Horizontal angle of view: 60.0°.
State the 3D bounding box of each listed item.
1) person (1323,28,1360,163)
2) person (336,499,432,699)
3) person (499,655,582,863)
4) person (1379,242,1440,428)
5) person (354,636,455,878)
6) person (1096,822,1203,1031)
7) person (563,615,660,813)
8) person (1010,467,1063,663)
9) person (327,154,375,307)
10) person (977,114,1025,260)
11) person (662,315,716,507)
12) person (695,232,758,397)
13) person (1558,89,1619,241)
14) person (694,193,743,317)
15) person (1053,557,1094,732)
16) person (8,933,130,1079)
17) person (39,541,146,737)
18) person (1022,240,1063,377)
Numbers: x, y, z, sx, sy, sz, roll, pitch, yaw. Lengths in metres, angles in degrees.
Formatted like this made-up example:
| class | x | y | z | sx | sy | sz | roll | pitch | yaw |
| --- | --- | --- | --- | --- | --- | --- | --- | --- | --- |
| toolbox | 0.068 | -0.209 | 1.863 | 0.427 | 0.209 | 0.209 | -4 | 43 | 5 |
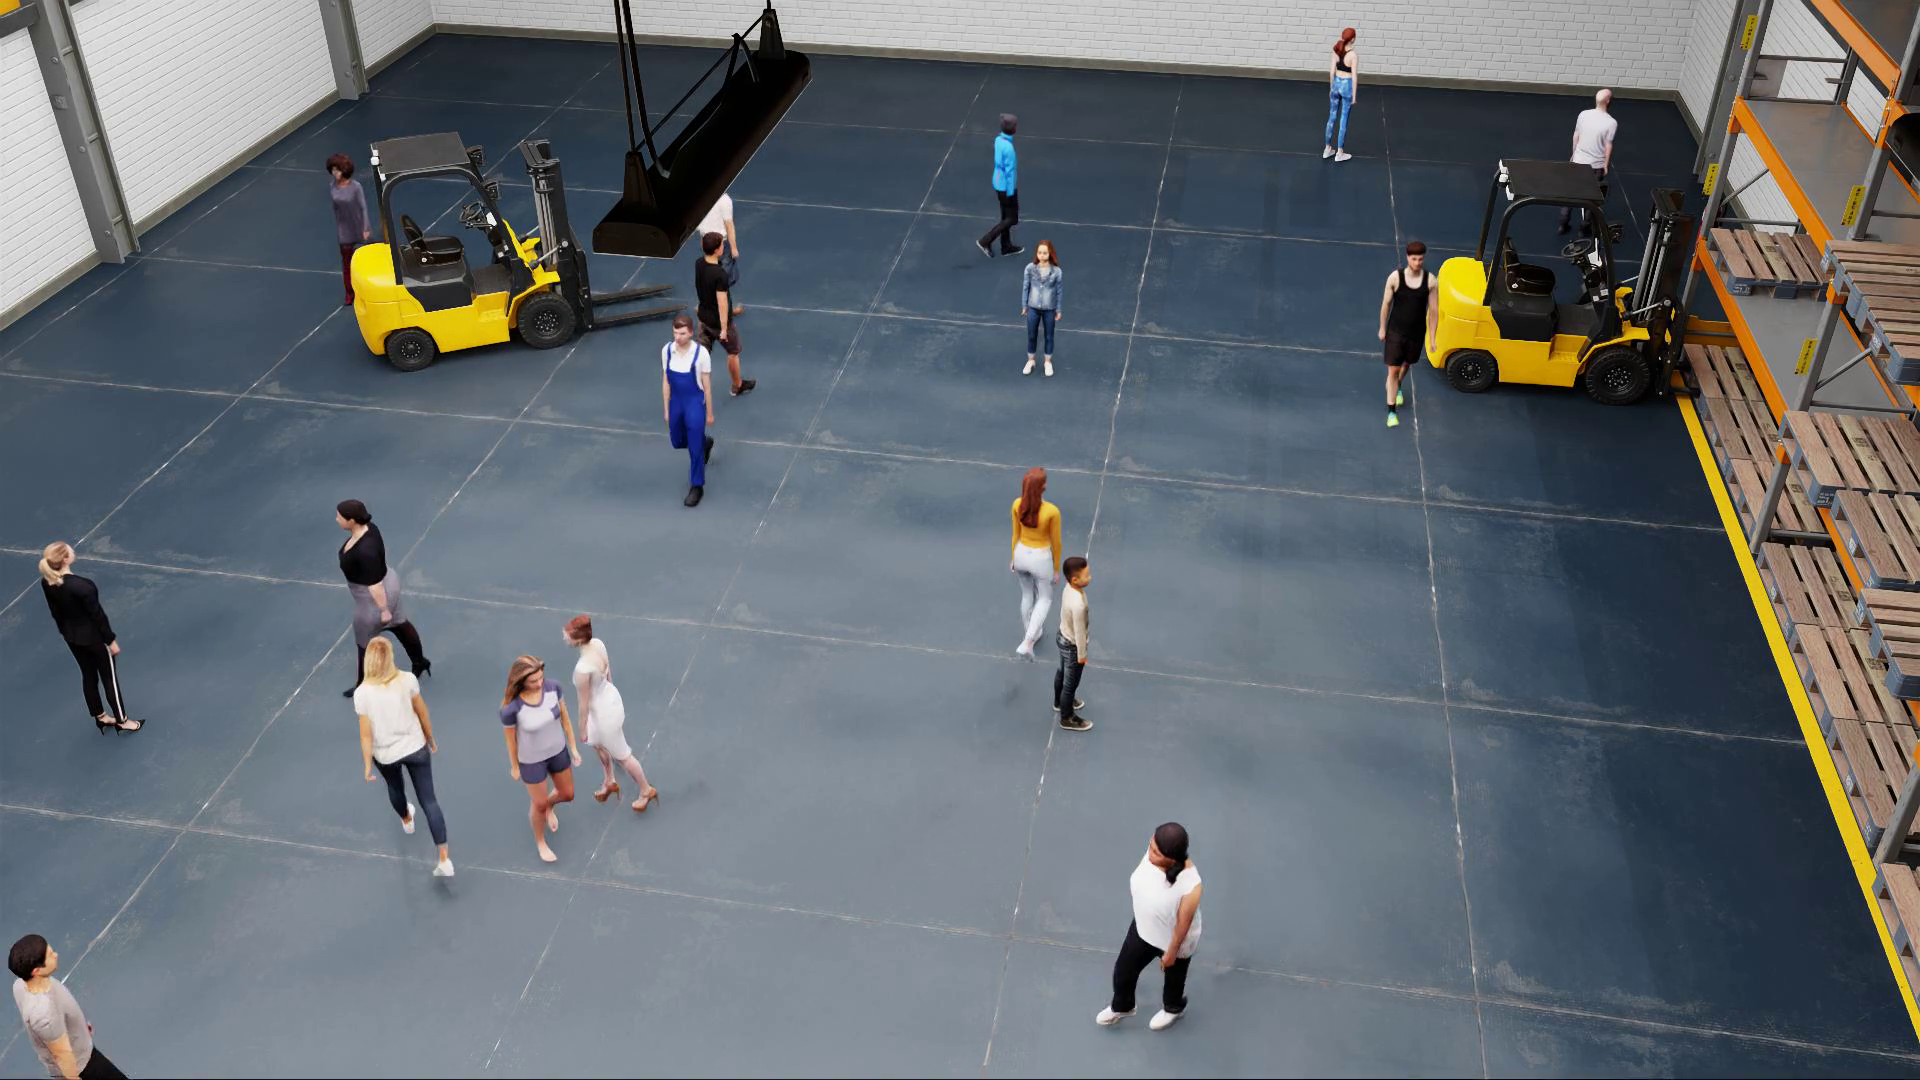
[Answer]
| class | x | y | z | sx | sy | sz | roll | pitch | yaw |
| --- | --- | --- | --- | --- | --- | --- | --- | --- | --- |
| person | 5.150 | -6.008 | 22.405 | 0.739 | 1.785 | 0.689 | -29 | 43 | -36 |
| person | -4.362 | 0.434 | 12.762 | 0.968 | 1.732 | 0.975 | -9 | 35 | -13 |
| person | -2.857 | 1.429 | 11.286 | 0.792 | 1.709 | 0.847 | -23 | 40 | -31 |
| person | 4.420 | -2.092 | 16.469 | 0.727 | 1.835 | 1.182 | 4 | 34 | 6 |
| person | -3.701 | 1.503 | 11.122 | 1.101 | 1.767 | 1.270 | -17 | 37 | -23 |
| person | 1.274 | 2.306 | 9.997 | 0.937 | 1.674 | 0.889 | -17 | 37 | -23 |
| person | -2.382 | 1.228 | 11.540 | 0.694 | 1.762 | 0.678 | 4 | 34 | 7 |
| person | 0.556 | 0.233 | 13.059 | 0.704 | 1.736 | 0.940 | 12 | 36 | 18 |
| person | -6.797 | -3.546 | 18.810 | 0.600 | 1.665 | 1.045 | 5 | 34 | 8 |
| person | 0.456 | -4.135 | 19.589 | 0.923 | 1.782 | 0.931 | -12 | 35 | -18 |
| person | -2.448 | -1.257 | 15.210 | 0.693 | 1.838 | 1.009 | 9 | 35 | 13 |
| person | -2.535 | -2.173 | 16.592 | 1.062 | 1.834 | 1.265 | 26 | 41 | 33 |
| person | 7.639 | -4.577 | 20.211 | 0.788 | 1.830 | 0.753 | -26 | 41 | -33 |
| person | -2.705 | -3.186 | 18.109 | 0.959 | 1.841 | 1.079 | 27 | 42 | 34 |
| person | 0.844 | 0.757 | 12.518 | 0.671 | 1.462 | 0.524 | -4 | 34 | -6 |
| person | -4.973 | 2.861 | 9.130 | 0.887 | 1.710 | 0.823 | -26 | 41 | -33 |
| person | -6.466 | 0.740 | 12.323 | 0.639 | 1.706 | 0.565 | 9 | 35 | 14 |
| person | 0.859 | -2.426 | 17.294 | 0.559 | 1.477 | 0.491 | 6 | 34 | 9 |
